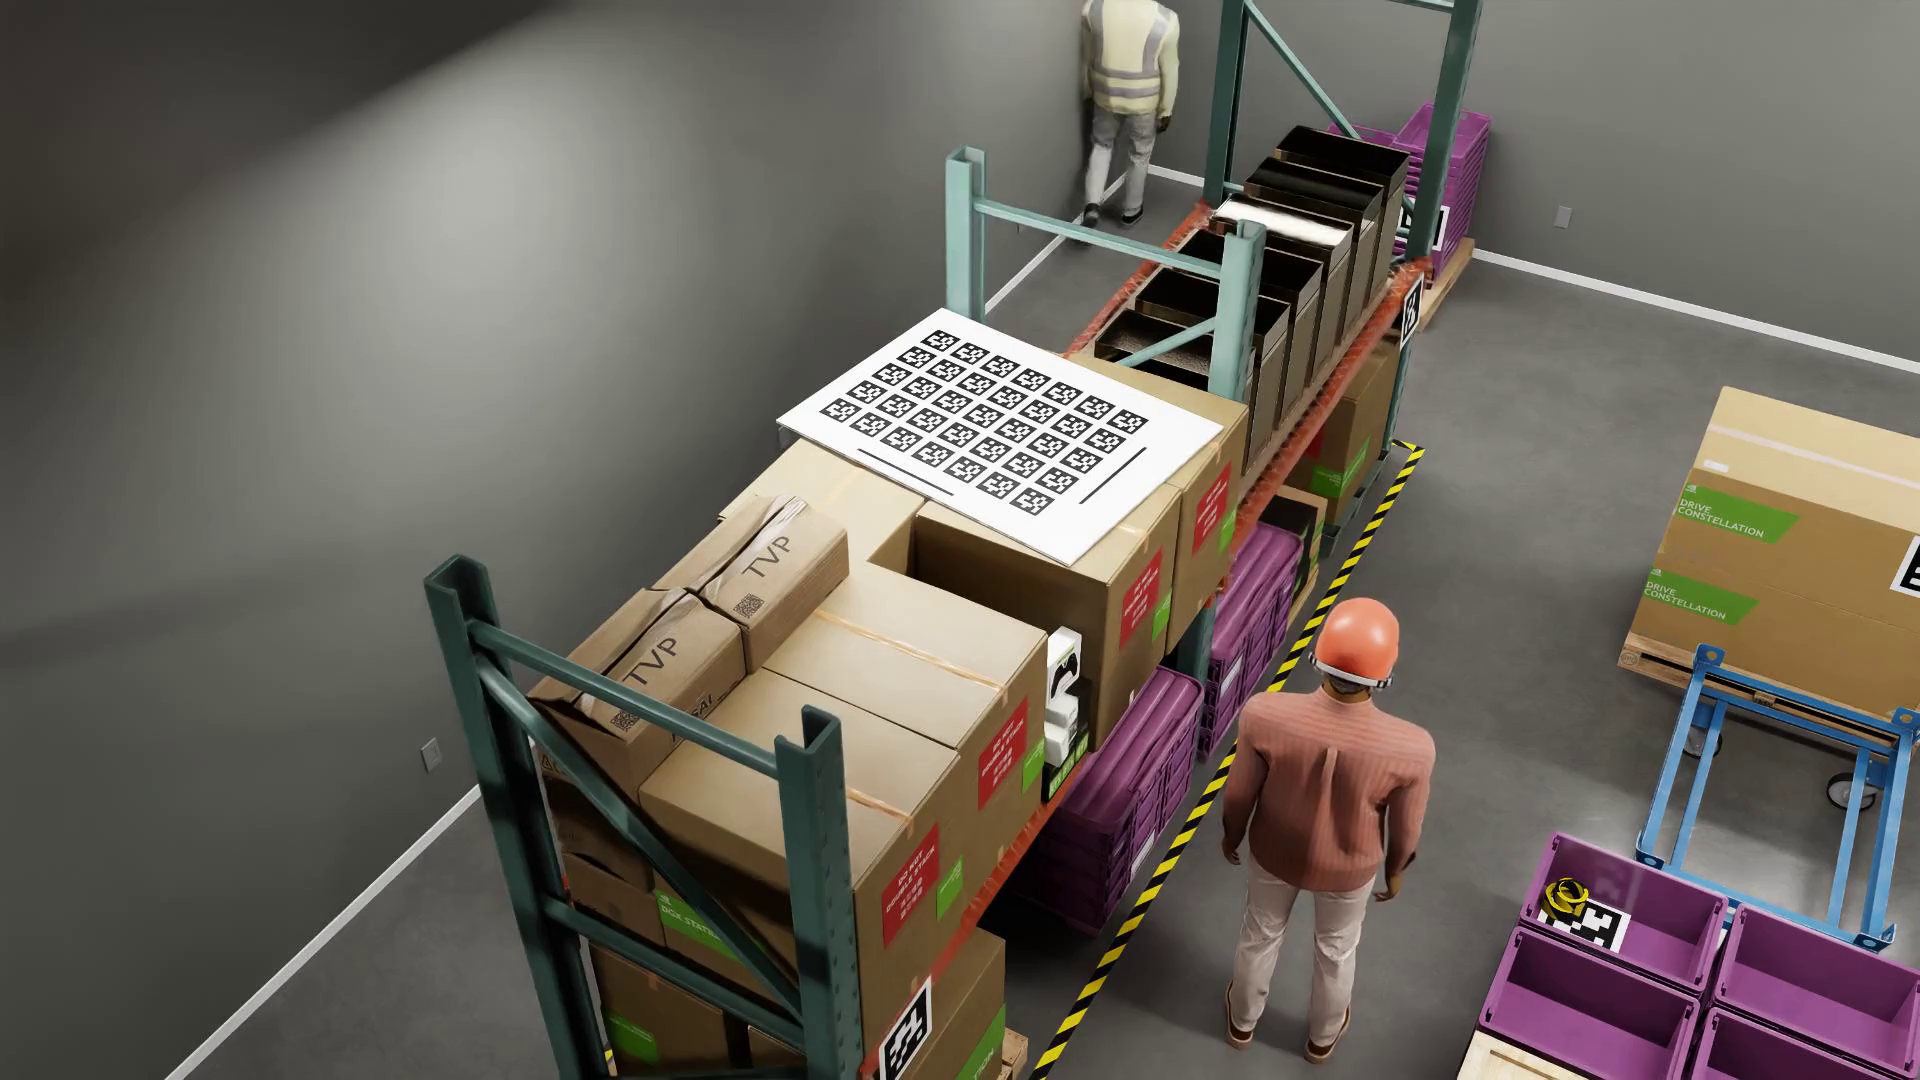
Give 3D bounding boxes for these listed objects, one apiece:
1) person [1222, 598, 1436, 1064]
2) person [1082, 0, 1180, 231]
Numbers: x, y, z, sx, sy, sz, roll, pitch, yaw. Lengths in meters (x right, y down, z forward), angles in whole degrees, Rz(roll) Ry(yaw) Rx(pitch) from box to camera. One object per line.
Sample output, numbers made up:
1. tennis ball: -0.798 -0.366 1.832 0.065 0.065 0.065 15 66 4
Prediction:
1. person: 1.153 0.974 5.392 0.616 1.993 0.395 11 41 13
2. person: 0.981 -2.612 9.800 0.607 1.818 0.611 13 42 15
